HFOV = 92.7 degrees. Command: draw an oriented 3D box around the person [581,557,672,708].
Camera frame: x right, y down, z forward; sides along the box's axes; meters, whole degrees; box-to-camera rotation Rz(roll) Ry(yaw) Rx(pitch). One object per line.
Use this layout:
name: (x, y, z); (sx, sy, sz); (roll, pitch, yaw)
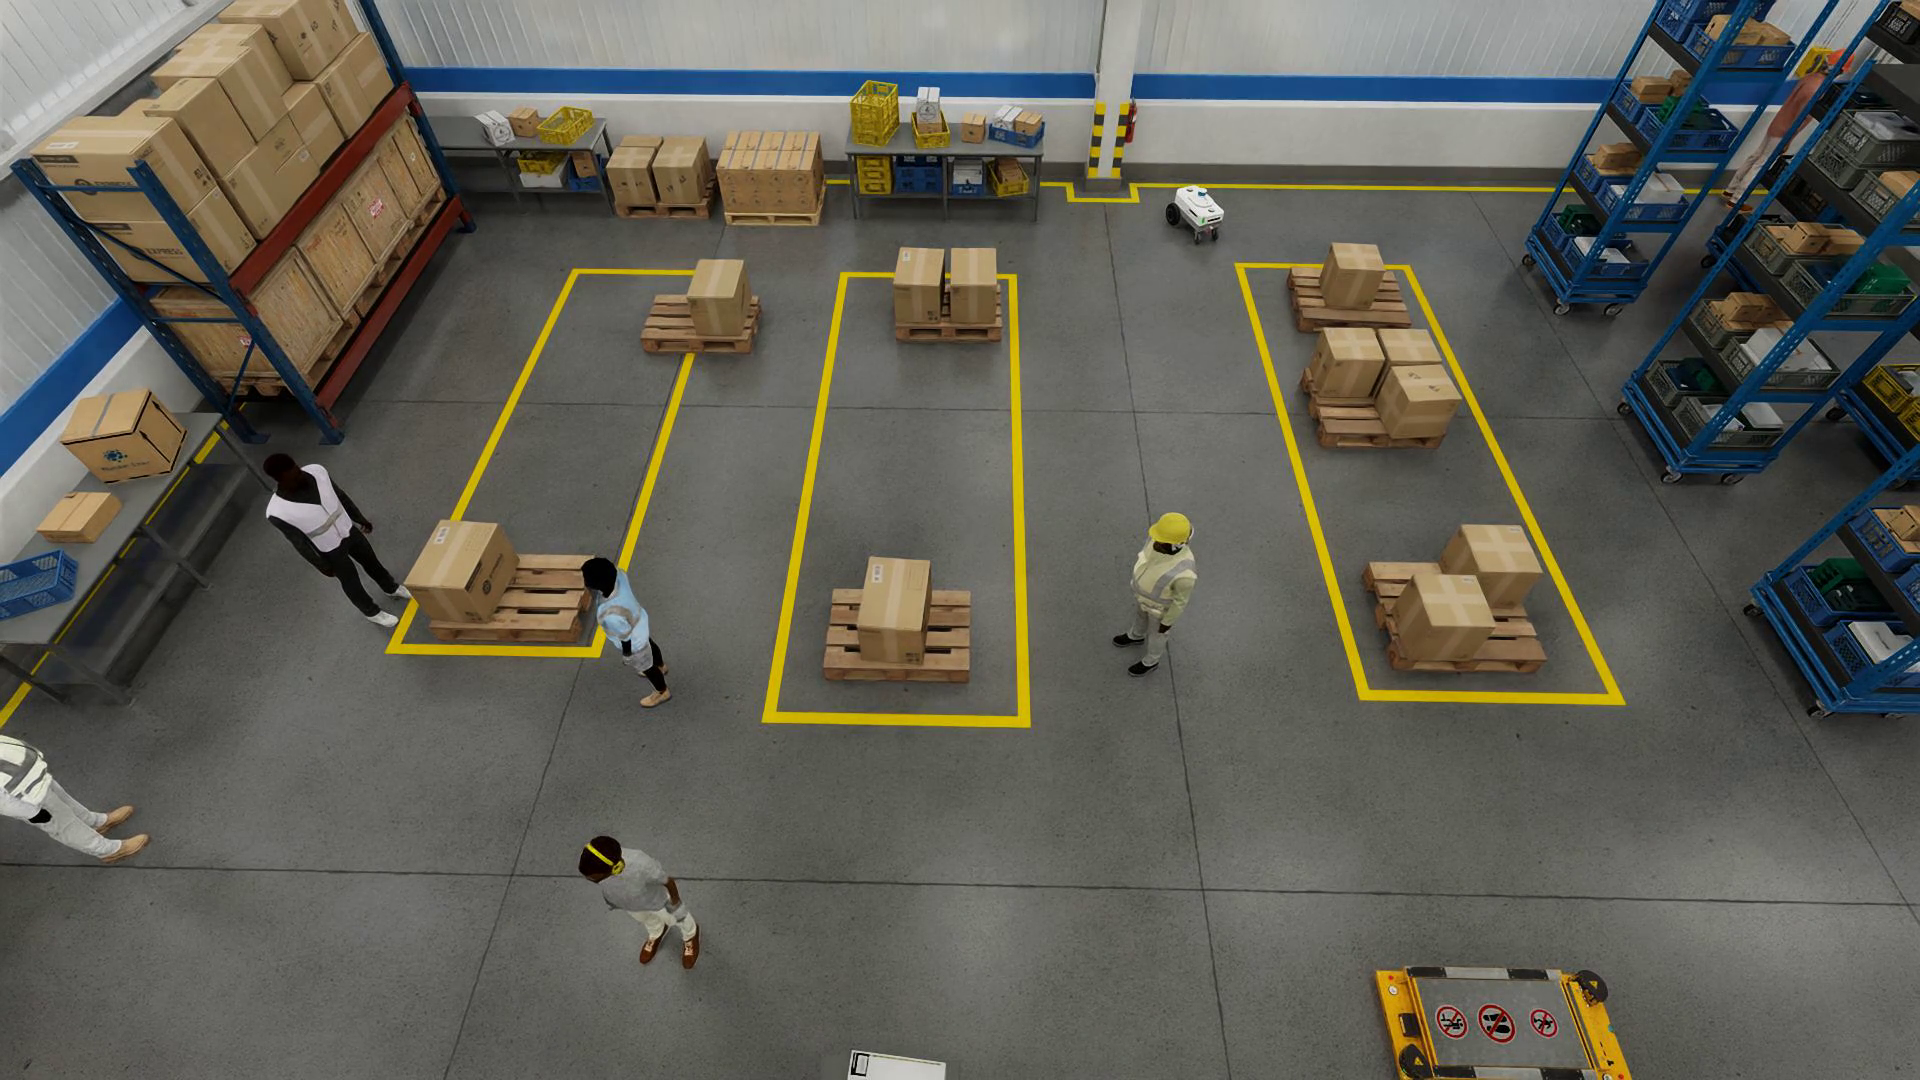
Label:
person: (-2.524, 0.697, 6.986); (0.318, 1.697, 0.535); (-12, 52, -10)

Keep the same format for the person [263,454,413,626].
person: (-5.070, -0.012, 7.430); (0.384, 1.910, 0.592); (8, 51, 7)

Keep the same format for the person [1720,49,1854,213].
person: (10.419, -5.153, 11.571); (0.393, 1.985, 0.611); (16, 53, 13)

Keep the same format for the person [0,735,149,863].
person: (-6.278, 1.639, 6.126); (0.633, 1.843, 0.429); (37, 60, 26)

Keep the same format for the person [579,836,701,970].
person: (-1.952, 2.225, 5.635); (0.520, 1.865, 0.332); (8, 51, 6)

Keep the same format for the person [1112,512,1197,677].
person: (1.518, 0.417, 7.127); (0.404, 1.832, 0.594); (-13, 52, -10)

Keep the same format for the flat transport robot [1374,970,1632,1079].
flat transport robot: (3.501, 3.133, 5.914); (1.431, 0.197, 0.652); (1, 51, 1)

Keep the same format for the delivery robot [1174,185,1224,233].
delivery robot: (3.047, -4.236, 11.681); (0.477, 0.478, 0.707); (-17, 53, -14)
